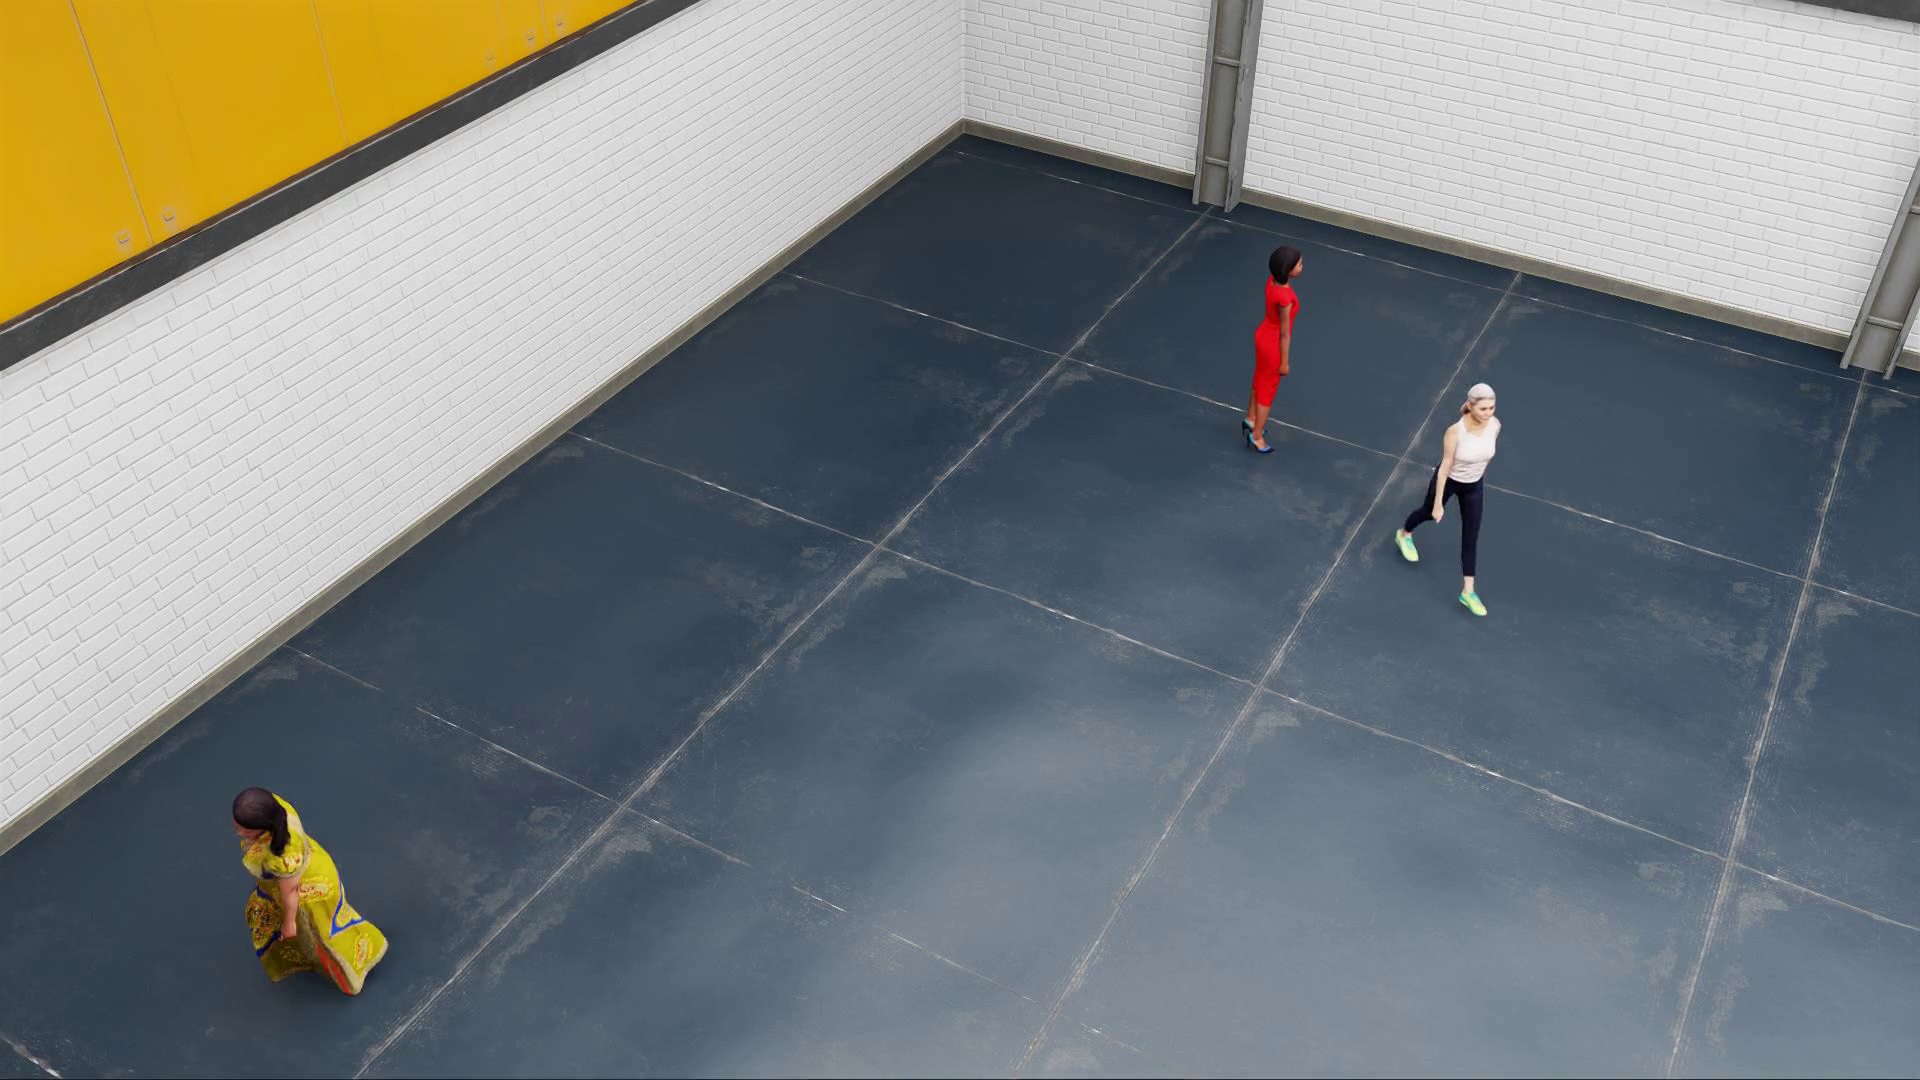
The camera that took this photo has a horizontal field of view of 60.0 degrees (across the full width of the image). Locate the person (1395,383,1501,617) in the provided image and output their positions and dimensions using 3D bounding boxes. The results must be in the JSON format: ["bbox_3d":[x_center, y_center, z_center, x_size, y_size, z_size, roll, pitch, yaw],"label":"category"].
[{"bbox_3d":[3.369,-0.395,11.504,1.131,1.649,1.269,-13,41,-16],"label":"person"}]

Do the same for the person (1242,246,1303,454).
[{"bbox_3d":[2.388,-1.468,12.772,0.675,1.742,0.646,-3,39,-4],"label":"person"}]

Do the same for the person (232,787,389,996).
[{"bbox_3d":[-3.443,1.800,8.780,1.071,1.619,0.996,-14,41,-17],"label":"person"}]
